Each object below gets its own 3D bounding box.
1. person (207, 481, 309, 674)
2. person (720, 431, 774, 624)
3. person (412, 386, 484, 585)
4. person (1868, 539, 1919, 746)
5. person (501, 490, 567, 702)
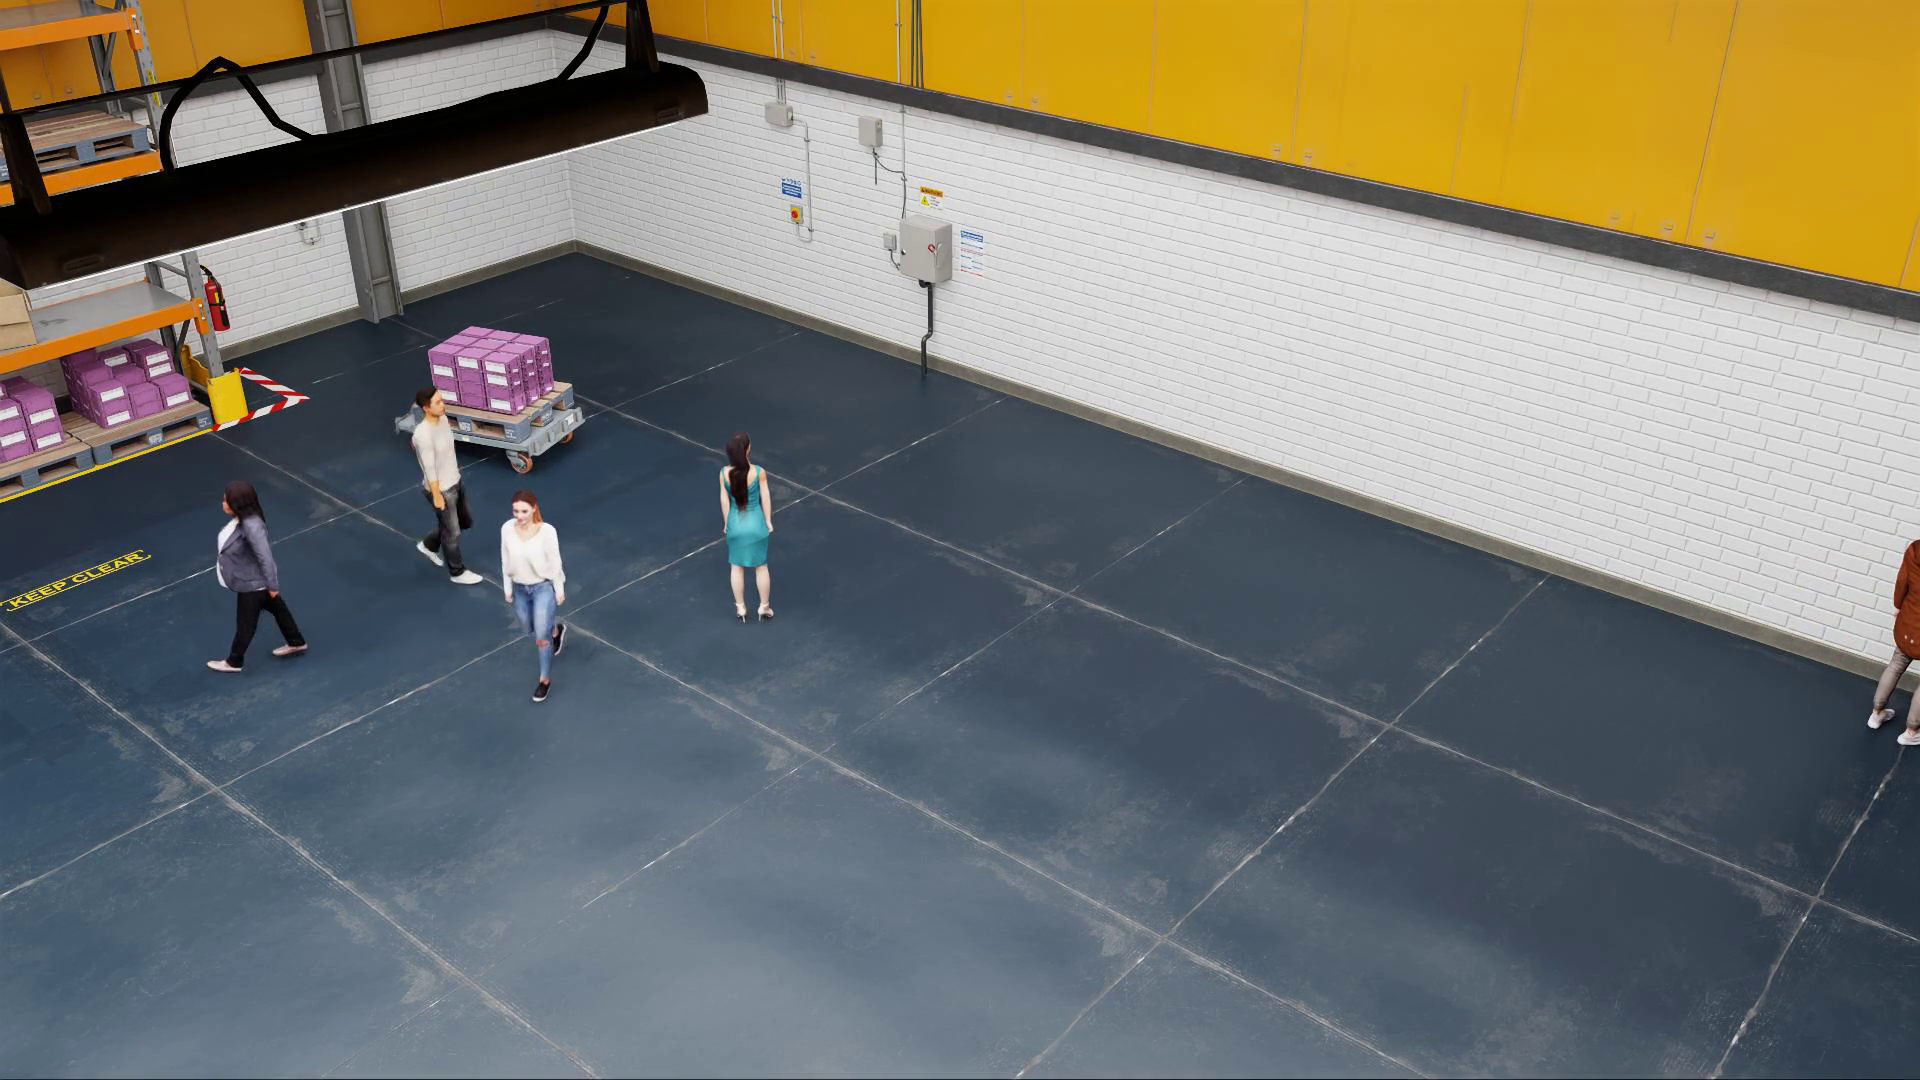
[{"bbox_3d":[-5.333,0.268,12.760,1.082,1.559,0.903,-14,32,-24],"label":"person"},{"bbox_3d":[-1.706,-0.102,13.301,0.613,1.691,0.655,0,29,1],"label":"person"},{"bbox_3d":[-4.384,-0.452,13.826,0.924,1.802,0.891,3,29,6],"label":"person"},{"bbox_3d":[6.887,0.610,11.840,0.855,1.839,0.829,-12,31,-21],"label":"person"},{"bbox_3d":[-3.170,0.352,12.487,0.892,1.673,1.057,6,29,10],"label":"person"}]
